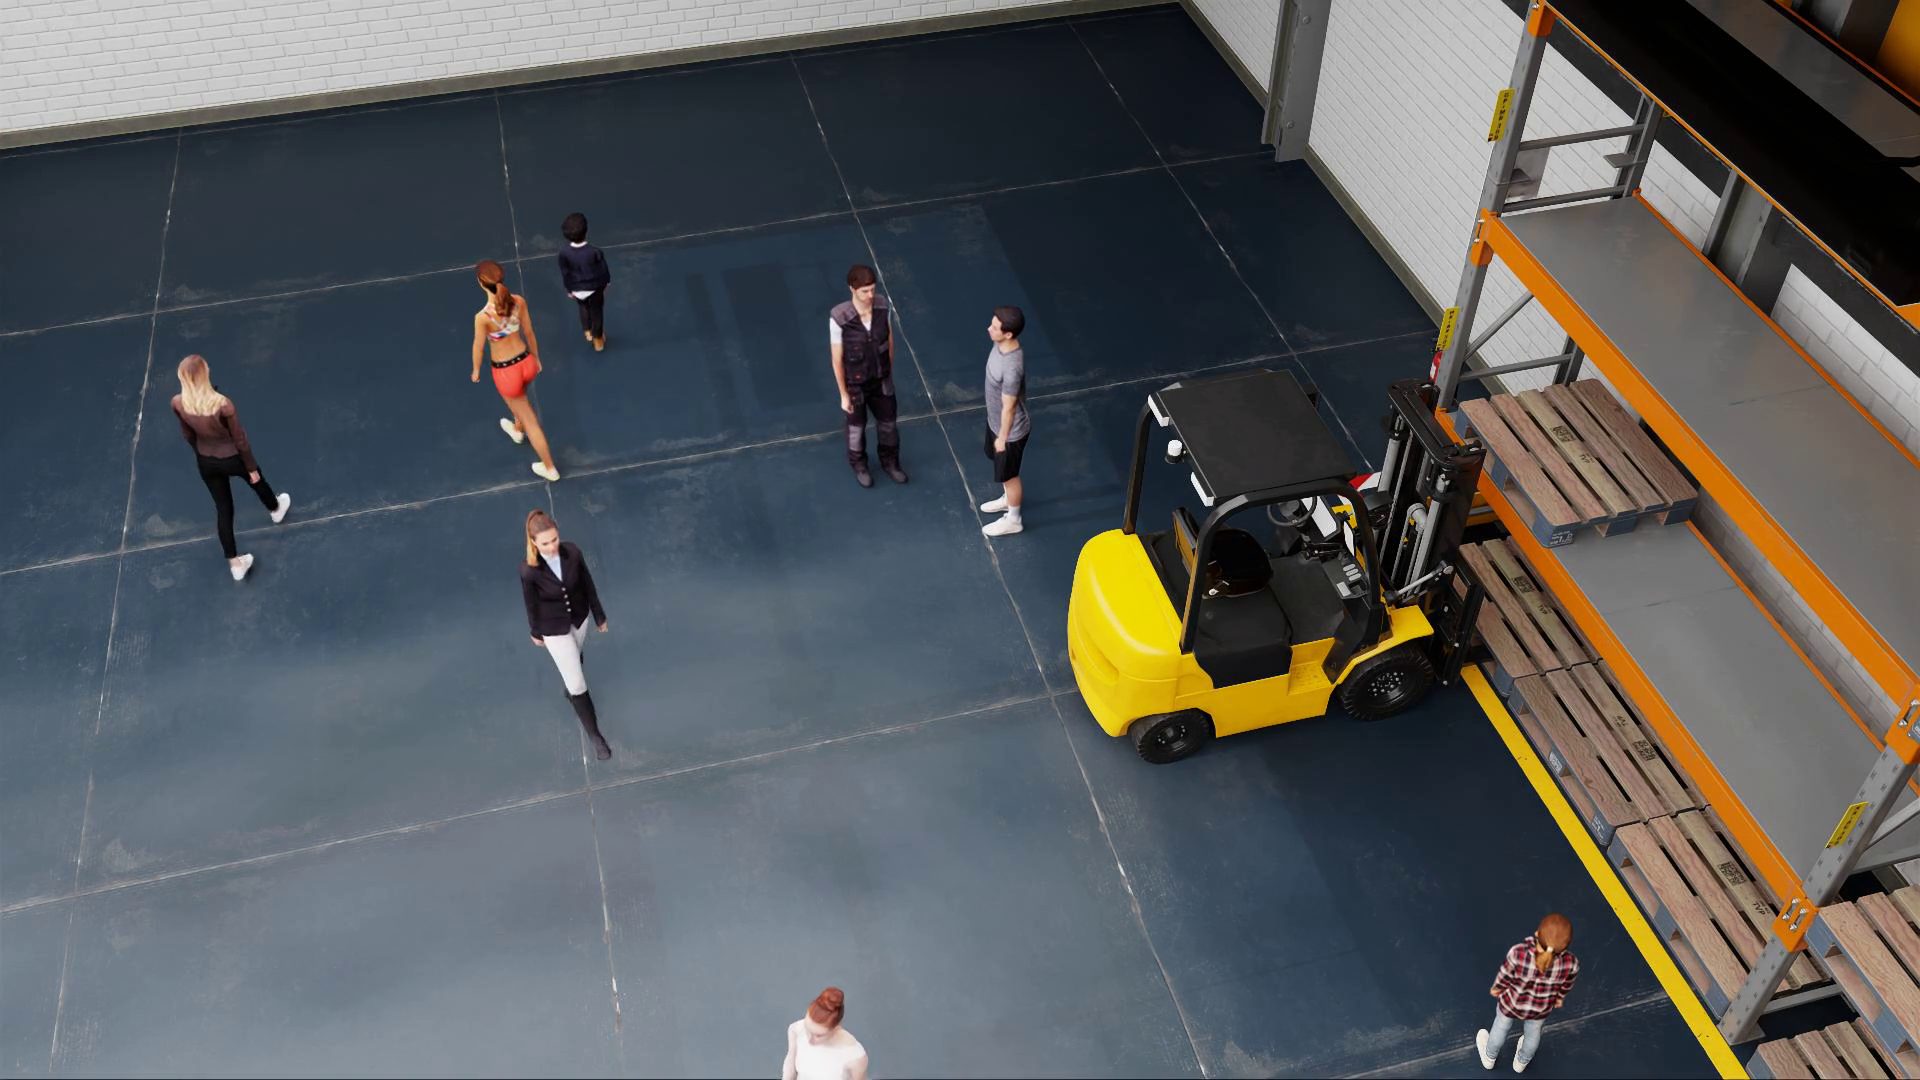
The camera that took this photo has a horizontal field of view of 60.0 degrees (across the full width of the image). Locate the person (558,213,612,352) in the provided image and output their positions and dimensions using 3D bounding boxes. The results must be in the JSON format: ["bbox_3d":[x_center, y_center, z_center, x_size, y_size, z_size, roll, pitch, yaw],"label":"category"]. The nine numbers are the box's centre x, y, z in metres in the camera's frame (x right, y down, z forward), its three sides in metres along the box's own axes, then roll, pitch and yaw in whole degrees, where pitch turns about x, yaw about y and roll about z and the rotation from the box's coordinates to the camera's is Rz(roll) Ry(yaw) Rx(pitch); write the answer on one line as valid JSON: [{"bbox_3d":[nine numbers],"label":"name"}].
[{"bbox_3d":[-2.964,-2.015,13.175,0.570,1.216,0.614,1,44,1],"label":"person"}]

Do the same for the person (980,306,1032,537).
[{"bbox_3d":[0.341,-0.816,11.447,0.719,1.863,0.519,-6,44,-7],"label":"person"}]

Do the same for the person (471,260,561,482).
[{"bbox_3d":[-3.129,-1.149,11.873,1.091,1.758,0.956,28,50,26],"label":"person"}]

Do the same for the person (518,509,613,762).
[{"bbox_3d":[-2.464,0.469,10.212,0.836,1.706,1.060,-29,51,-27],"label":"person"}]

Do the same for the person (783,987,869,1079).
[{"bbox_3d":[-0.554,2.598,7.949,1.094,1.746,1.095,25,49,24],"label":"person"}]

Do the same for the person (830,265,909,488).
[{"bbox_3d":[-0.723,-1.193,11.859,0.723,1.841,0.716,-20,47,-20],"label":"person"}]

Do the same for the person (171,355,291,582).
[{"bbox_3d":[-4.996,-0.463,11.226,0.851,1.658,1.164,2,44,2],"label":"person"}]

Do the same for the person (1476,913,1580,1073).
[{"bbox_3d":[2.926,2.335,8.544,0.614,1.305,0.644,9,44,10],"label":"person"}]
